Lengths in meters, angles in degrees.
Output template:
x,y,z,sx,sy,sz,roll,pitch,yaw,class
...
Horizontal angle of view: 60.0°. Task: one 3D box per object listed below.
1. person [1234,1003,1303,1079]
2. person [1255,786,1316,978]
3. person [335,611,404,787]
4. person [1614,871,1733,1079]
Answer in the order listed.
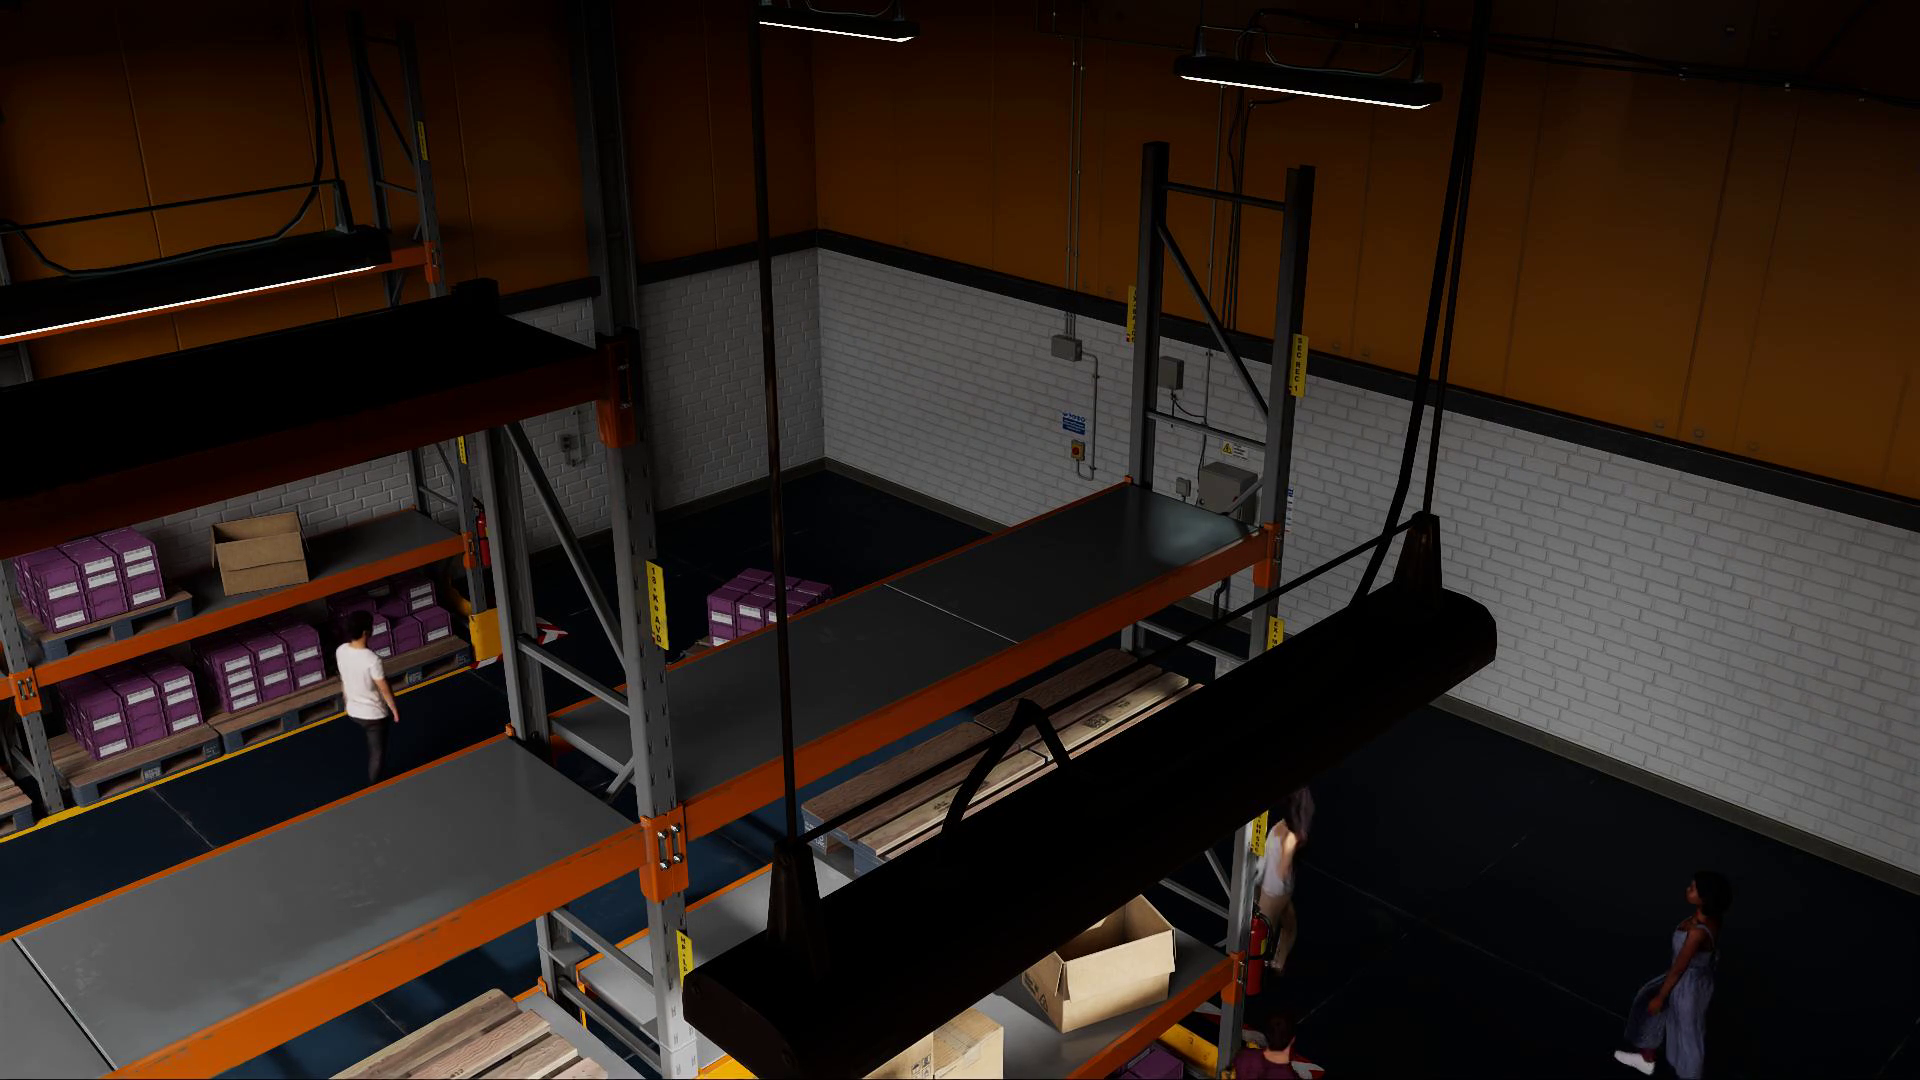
x,y,z,sx,sy,sz,roll,pitch,yaw,class
1.607,3.358,8.979,0.718,1.830,0.701,-19,30,-37,person
2.176,2.360,11.501,0.781,1.639,0.815,-16,28,-32,person
-4.909,1.396,13.619,0.709,1.709,0.687,13,27,28,person
4.632,2.831,10.373,0.770,1.679,0.795,12,26,25,person
